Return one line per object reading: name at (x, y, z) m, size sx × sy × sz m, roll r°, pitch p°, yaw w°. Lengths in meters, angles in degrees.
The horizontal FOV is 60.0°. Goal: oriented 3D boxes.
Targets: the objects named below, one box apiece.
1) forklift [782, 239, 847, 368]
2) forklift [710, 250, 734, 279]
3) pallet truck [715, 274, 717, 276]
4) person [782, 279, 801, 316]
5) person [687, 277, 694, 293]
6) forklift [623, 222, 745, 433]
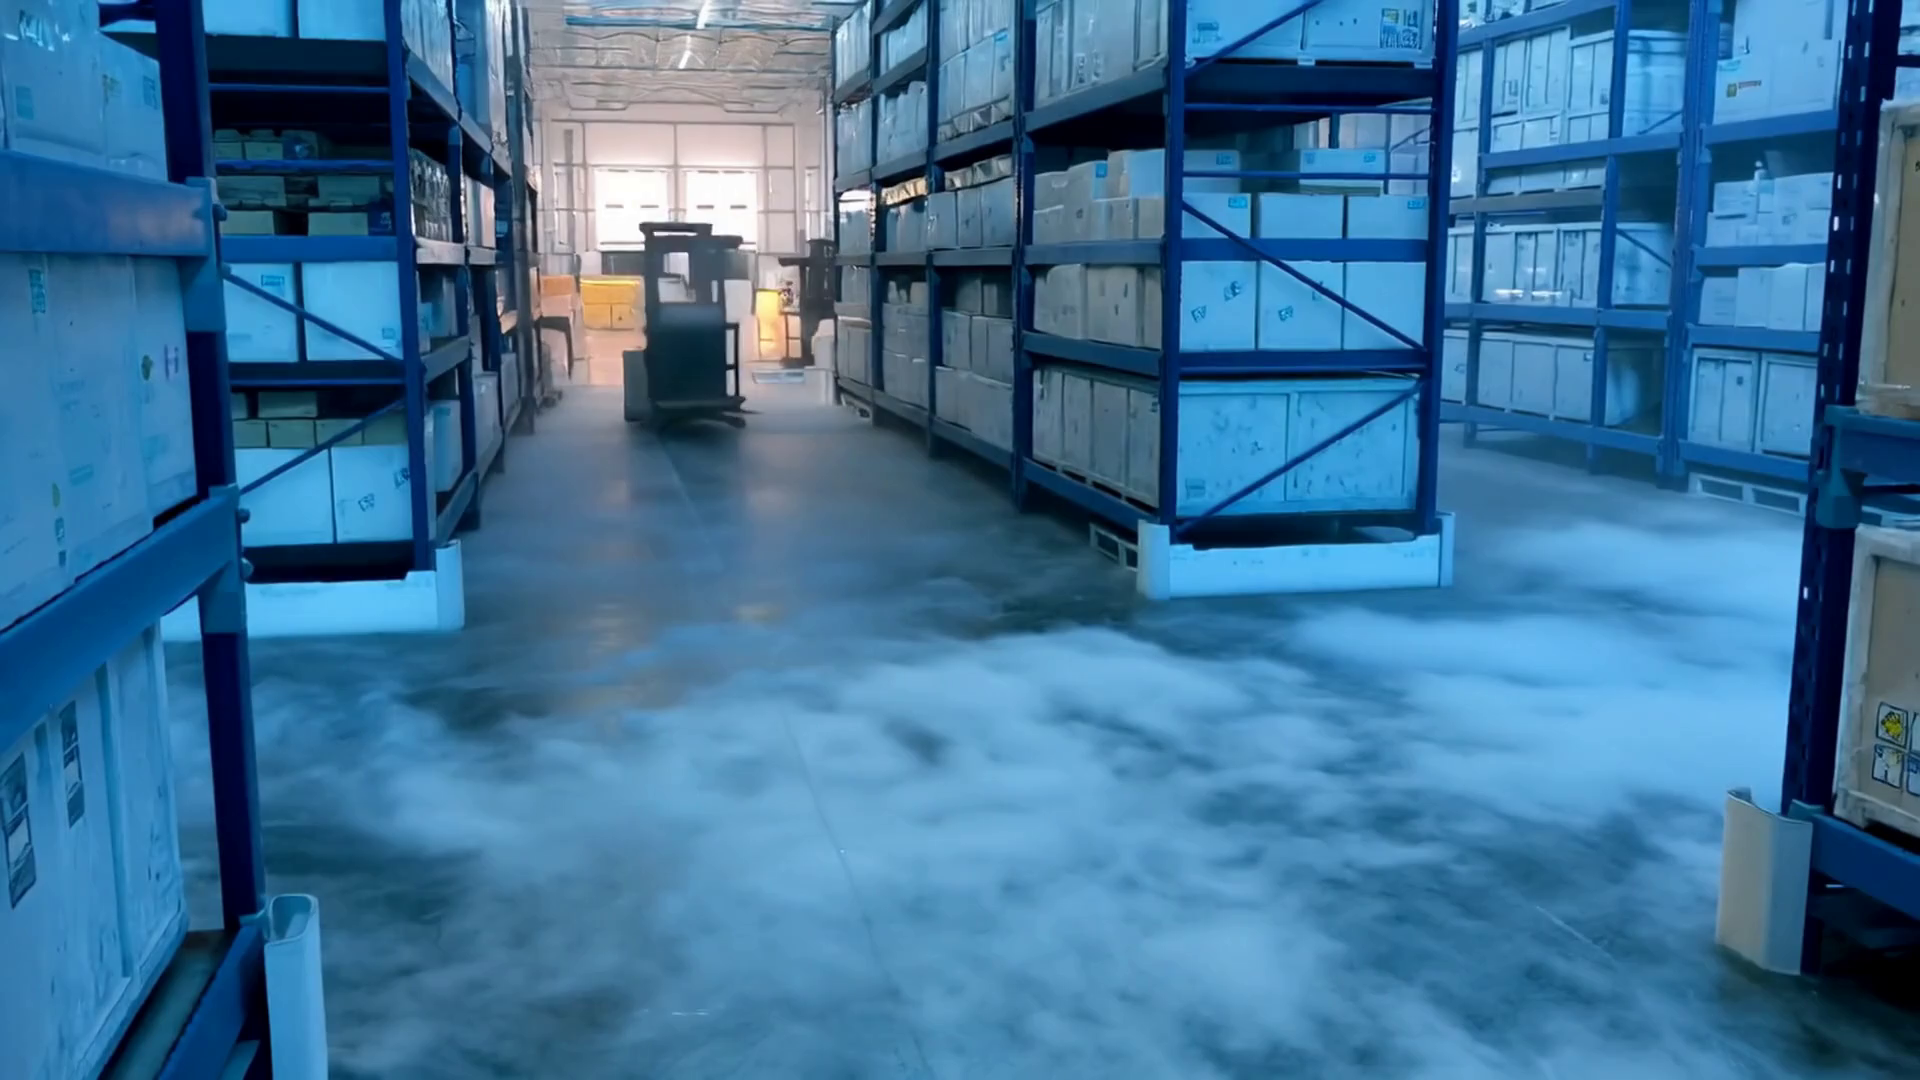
forklift at (-2.797, -5.110, 35.969) m, size 1.873 × 2.768 × 1.129 m, roll 7°, pitch 12°, yaw 37°
forklift at (-7.619, -7.879, 52.846) m, size 1.129 × 2.768 × 1.873 m, roll -7°, pitch 12°, yaw -38°
pallet truck at (-8.580, -8.986, 62.280) m, size 1.885 × 1.965 × 0.823 m, roll 1°, pitch 9°, yaw 5°
person at (-4.672, -6.319, 46.399) m, size 0.563 × 1.885 × 1.012 m, roll -5°, pitch 10°, yaw -27°
person at (-8.105, -7.093, 50.964) m, size 0.629 × 1.931 × 0.383 m, roll 2°, pitch 10°, yaw 14°
forklift at (-3.865, -2.949, 22.799) m, size 1.129 × 2.768 × 1.873 m, roll -5°, pitch 11°, yaw -30°
